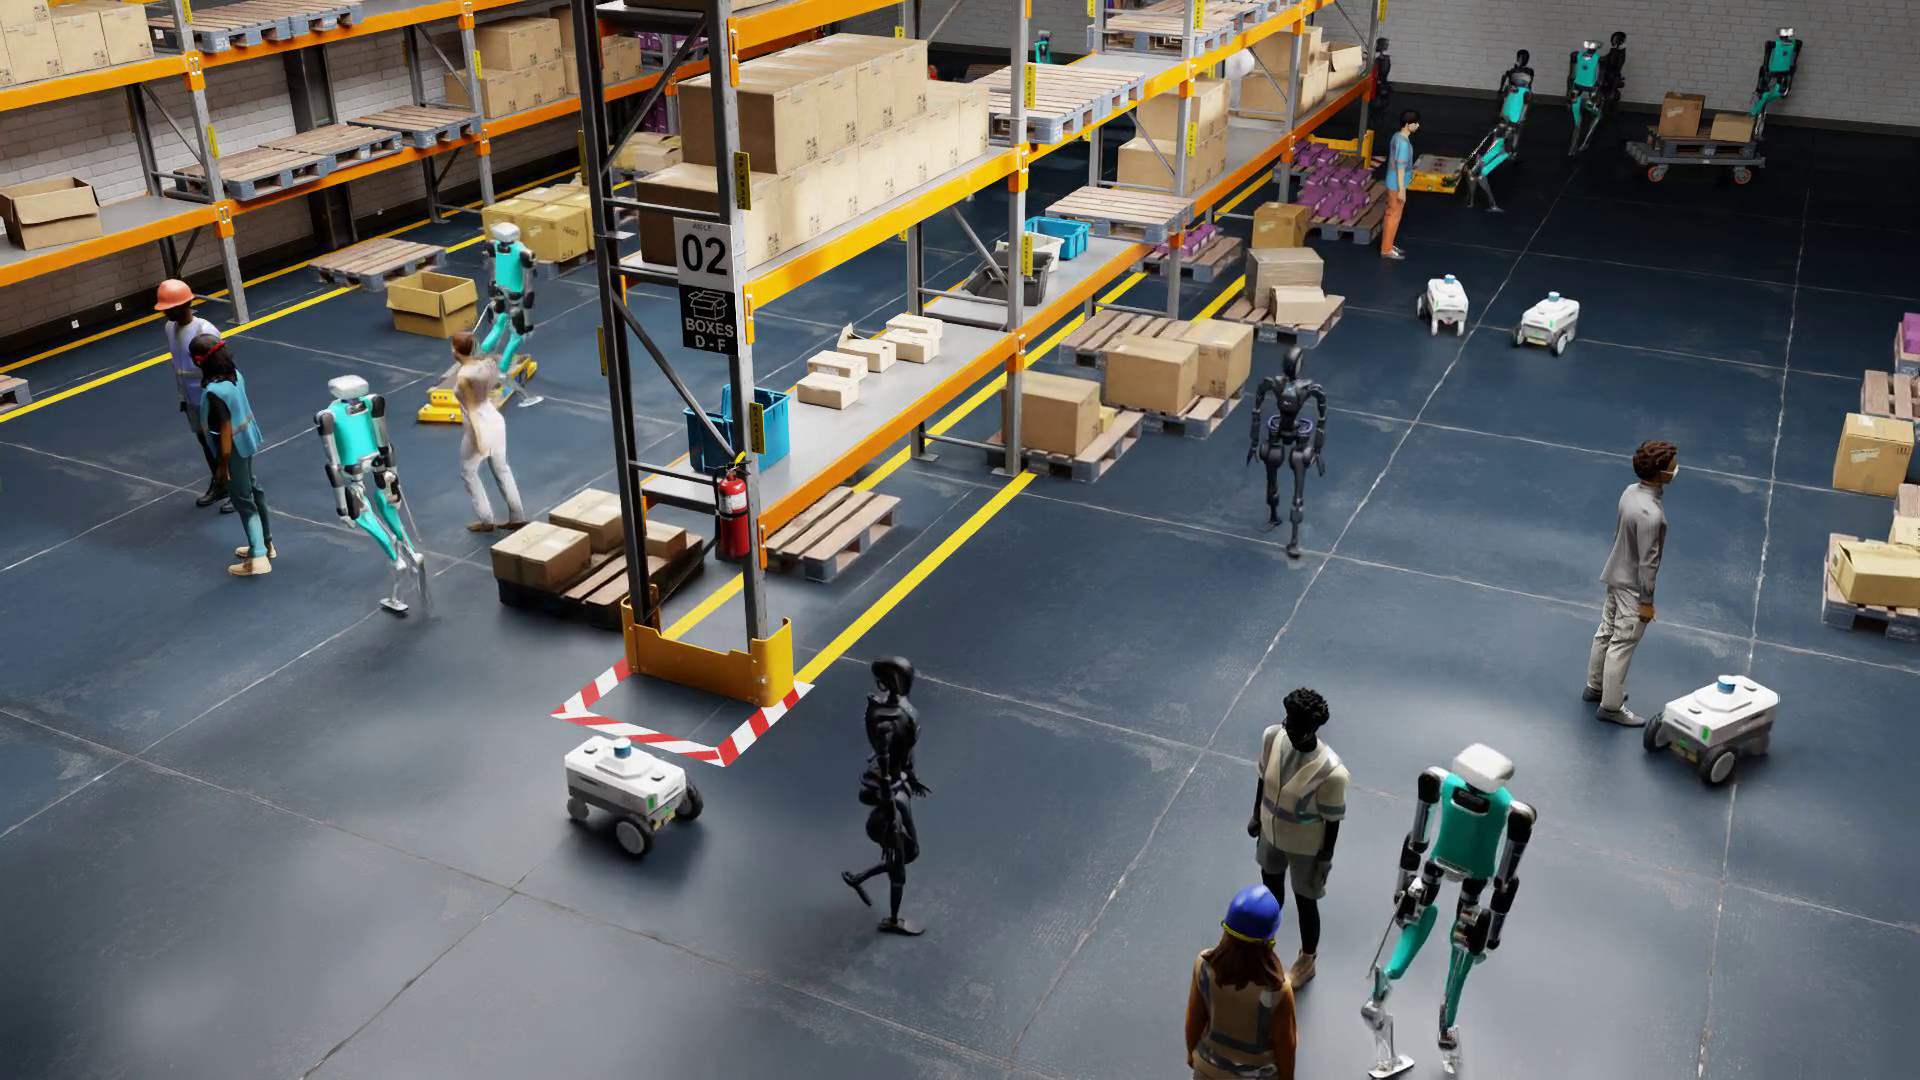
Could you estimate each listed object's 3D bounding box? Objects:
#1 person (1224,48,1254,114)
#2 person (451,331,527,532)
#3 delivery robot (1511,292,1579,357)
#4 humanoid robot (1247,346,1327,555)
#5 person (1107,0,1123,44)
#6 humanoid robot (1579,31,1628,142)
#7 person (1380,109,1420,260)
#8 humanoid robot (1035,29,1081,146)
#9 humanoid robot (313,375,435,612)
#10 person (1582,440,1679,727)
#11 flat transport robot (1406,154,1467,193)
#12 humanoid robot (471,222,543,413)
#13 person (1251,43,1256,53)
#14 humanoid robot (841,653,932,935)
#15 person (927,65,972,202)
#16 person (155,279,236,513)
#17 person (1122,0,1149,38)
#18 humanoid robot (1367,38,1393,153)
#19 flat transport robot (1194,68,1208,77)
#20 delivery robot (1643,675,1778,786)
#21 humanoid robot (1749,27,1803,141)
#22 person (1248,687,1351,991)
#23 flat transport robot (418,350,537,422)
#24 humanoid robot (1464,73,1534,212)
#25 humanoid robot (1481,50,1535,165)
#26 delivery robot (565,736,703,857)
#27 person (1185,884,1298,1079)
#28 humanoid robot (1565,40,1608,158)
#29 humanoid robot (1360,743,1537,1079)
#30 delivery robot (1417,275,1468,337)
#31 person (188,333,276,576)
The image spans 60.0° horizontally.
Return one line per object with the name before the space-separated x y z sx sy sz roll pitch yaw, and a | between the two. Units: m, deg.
person | 3.966 -6.366 23.826 0.646 1.885 0.730 9 28 18
person | -3.689 -0.823 12.897 0.569 1.623 0.457 7 27 14
delivery robot | 6.008 -2.235 16.938 0.499 0.566 0.739 21 33 36
humanoid robot | 2.502 -0.725 12.697 0.612 1.627 0.649 9 28 18
person | 2.631 -8.988 29.061 0.422 1.928 0.546 -9 28 -18
humanoid robot | 9.806 -6.808 24.997 0.780 1.628 0.584 0 26 0
person | 5.160 -4.176 19.535 0.332 1.759 0.498 4 27 7
humanoid robot | 1.487 -6.644 24.605 1.036 1.776 0.540 0 26 0
humanoid robot | -4.005 -0.192 11.644 0.752 1.901 0.542 17 31 31
person | 4.201 0.263 10.410 0.395 1.901 0.532 1 26 2
flat transport robot | 6.610 -5.076 23.031 0.659 0.231 1.431 10 28 19
humanoid robot | -4.225 -1.933 15.042 0.546 1.778 0.881 19 32 33
person | 4.890 -7.697 26.517 0.569 1.875 0.396 23 34 38
humanoid robot | -0.412 1.307 8.551 0.472 1.640 0.597 4 27 9
person | -0.181 -5.312 21.779 0.635 1.802 0.611 24 35 39
person | -6.035 -1.141 13.219 0.544 1.929 0.384 13 29 24
person | 3.013 -8.489 28.226 0.601 1.785 0.698 -3 26 -6
humanoid robot | 6.141 -6.489 24.298 0.357 1.649 0.593 15 30 28
flat transport robot | 4.415 -7.166 27.254 1.431 0.231 0.659 21 33 36
delivery robot | 4.635 1.125 10.204 0.818 0.614 0.499 -14 30 -27
humanoid robot | 12.032 -6.727 24.825 0.545 1.880 0.742 -2 26 -3
person | 1.653 1.462 8.226 0.320 1.693 0.534 -18 31 -32
flat transport robot | -4.547 -1.461 15.729 0.659 0.231 1.431 2 26 5
humanoid robot | 6.851 -5.080 21.401 0.802 1.788 0.530 -8 27 -15
humanoid robot | 7.869 -6.182 23.725 0.586 1.615 0.807 -9 28 -18
delivery robot | -1.914 1.409 9.575 0.737 0.564 0.499 16 30 28
person | 1.132 2.145 6.742 0.468 1.778 0.313 15 30 27
humanoid robot | 9.082 -6.371 23.997 0.556 1.724 1.010 21 33 36
humanoid robot | 2.144 1.801 7.513 0.559 1.803 0.750 19 32 34
delivery robot | 5.115 -2.491 17.495 0.499 0.602 0.805 4 27 7
person | -5.348 -0.635 12.257 0.389 1.870 0.528 -4 27 -7
